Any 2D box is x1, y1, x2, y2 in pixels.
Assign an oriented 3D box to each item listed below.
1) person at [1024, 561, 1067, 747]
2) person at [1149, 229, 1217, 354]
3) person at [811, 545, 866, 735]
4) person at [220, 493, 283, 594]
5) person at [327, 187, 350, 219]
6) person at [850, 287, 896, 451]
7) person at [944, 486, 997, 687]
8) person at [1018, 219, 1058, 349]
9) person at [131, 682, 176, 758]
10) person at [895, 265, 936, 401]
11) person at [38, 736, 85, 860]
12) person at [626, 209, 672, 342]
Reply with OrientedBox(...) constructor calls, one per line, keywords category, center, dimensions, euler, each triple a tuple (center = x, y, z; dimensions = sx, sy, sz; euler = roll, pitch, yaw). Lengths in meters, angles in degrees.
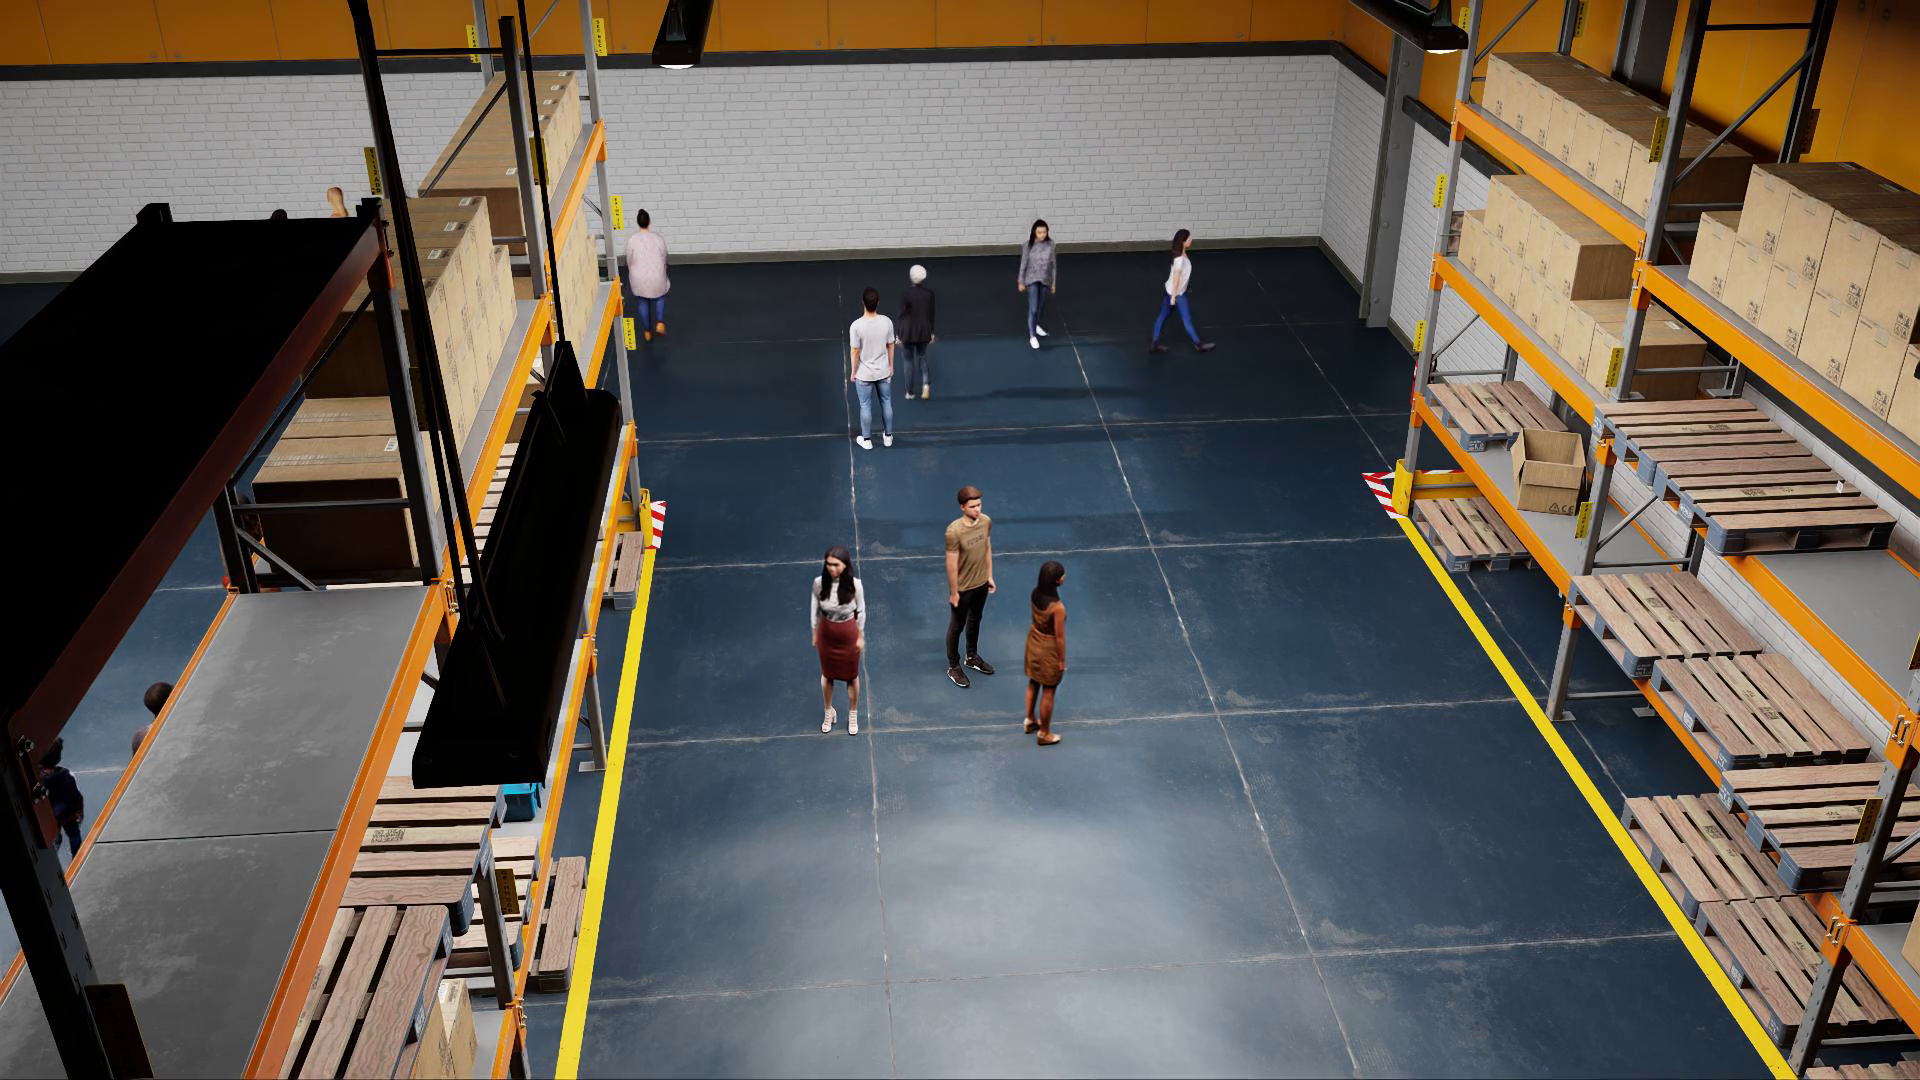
OrientedBox(category="person", center=(0.694, 0.920, 13.660), dimensions=(0.699, 1.684, 0.590), euler=(-17, 33, -28))
OrientedBox(category="person", center=(2.636, -3.104, 21.075), dimensions=(0.699, 1.647, 0.989), euler=(-1, 29, -2))
OrientedBox(category="person", center=(-1.001, 0.829, 13.758), dimensions=(0.644, 1.750, 0.591), euler=(5, 29, 8))
OrientedBox(category="person", center=(-6.197, 0.363, 14.643), dimensions=(0.772, 1.720, 0.729), euler=(-13, 31, -23))
OrientedBox(category="person", center=(-8.213, -3.847, 22.275), dimensions=(0.678, 1.802, 0.508), euler=(-2, 29, -3))
OrientedBox(category="person", center=(-0.975, -1.931, 18.672), dimensions=(0.725, 1.890, 0.654), euler=(-9, 30, -17))
OrientedBox(category="person", center=(0.074, 0.367, 14.498), dimensions=(0.749, 1.851, 0.780), euler=(-24, 37, -37))
OrientedBox(category="person", center=(1.005, -3.341, 21.478), dimensions=(0.717, 1.678, 0.923), euler=(-6, 29, -11))
OrientedBox(category="person", center=(-5.641, 1.863, 11.939), dimensions=(0.671, 1.676, 1.002), euler=(-2, 29, -3))
OrientedBox(category="person", center=(-0.556, -2.410, 19.831), dimensions=(0.828, 1.771, 0.783), euler=(-12, 31, -21))
OrientedBox(category="person", center=(-6.652, 1.995, 12.193), dimensions=(0.536, 1.201, 0.771), euler=(-1, 29, -3))
OrientedBox(category="person", center=(-4.056, -3.400, 21.530), dimensions=(0.689, 1.732, 0.681), euler=(-4, 29, -6))
